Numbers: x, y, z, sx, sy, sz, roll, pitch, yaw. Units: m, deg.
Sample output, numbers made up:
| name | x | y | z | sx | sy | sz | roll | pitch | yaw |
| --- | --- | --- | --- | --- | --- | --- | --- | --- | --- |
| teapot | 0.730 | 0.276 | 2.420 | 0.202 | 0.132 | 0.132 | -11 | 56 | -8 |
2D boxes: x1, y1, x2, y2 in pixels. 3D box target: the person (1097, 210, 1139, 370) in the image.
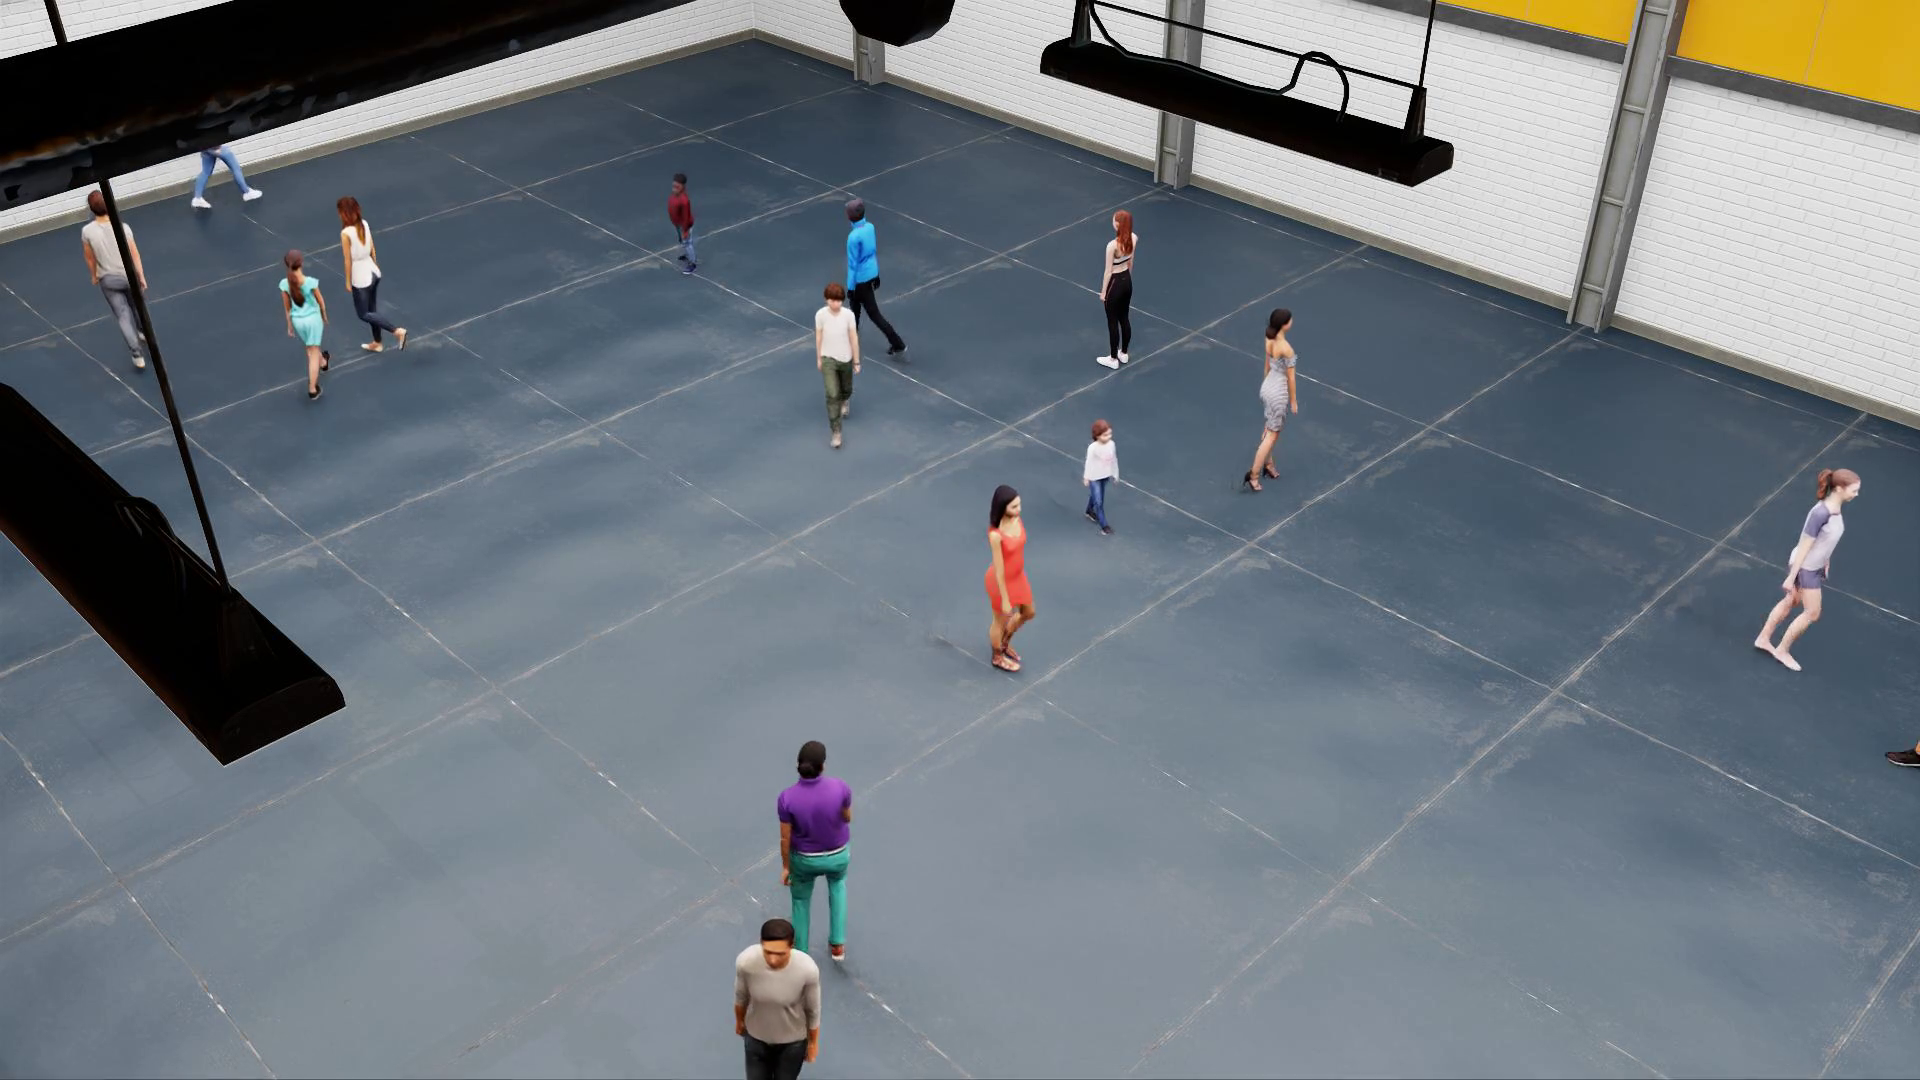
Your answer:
| name | x | y | z | sx | sy | sz | roll | pitch | yaw |
| --- | --- | --- | --- | --- | --- | --- | --- | --- | --- |
| person | 1.671 | -2.642 | 17.467 | 0.591 | 1.742 | 0.521 | -27 | 42 | -34 |

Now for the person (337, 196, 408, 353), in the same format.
| name | x | y | z | sx | sy | sz | roll | pitch | yaw |
| --- | --- | --- | --- | --- | --- | --- | --- | --- | --- |
| person | -6.235 | -2.762 | 17.621 | 0.993 | 1.771 | 0.855 | 9 | 35 | 13 |

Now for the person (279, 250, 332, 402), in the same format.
| name | x | y | z | sx | sy | sz | roll | pitch | yaw |
| --- | --- | --- | --- | --- | --- | --- | --- | --- | --- |
| person | -6.661 | -2.160 | 16.952 | 1.016 | 1.509 | 1.072 | -1 | 34 | -2 |

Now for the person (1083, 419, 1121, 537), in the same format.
| name | x | y | z | sx | sy | sz | roll | pitch | yaw |
| --- | --- | --- | --- | --- | --- | --- | --- | --- | --- |
| person | 1.224 | -0.619 | 15.016 | 0.534 | 1.086 | 0.767 | -20 | 39 | -28 |

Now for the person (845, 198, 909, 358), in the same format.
| name | x | y | z | sx | sy | sz | roll | pitch | yaw |
| --- | --- | --- | --- | --- | --- | --- | --- | --- | --- |
| person | -0.930 | -2.728 | 17.579 | 1.264 | 1.762 | 0.934 | 14 | 36 | 20 |

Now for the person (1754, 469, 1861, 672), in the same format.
| name | x | y | z | sx | sy | sz | roll | pitch | yaw |
| --- | --- | --- | --- | --- | --- | --- | --- | --- | --- |
| person | 6.648 | 0.174 | 13.225 | 0.646 | 1.748 | 0.617 | 28 | 43 | 35 |

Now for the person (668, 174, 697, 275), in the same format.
| name | x | y | z | sx | sy | sz | roll | pitch | yaw |
| --- | --- | --- | --- | --- | --- | --- | --- | --- | --- |
| person | -3.248 | -3.757 | 19.604 | 0.772 | 1.233 | 0.566 | -10 | 35 | -14 |

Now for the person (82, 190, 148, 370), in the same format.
| name | x | y | z | sx | sy | sz | roll | pitch | yaw |
| --- | --- | --- | --- | --- | --- | --- | --- | --- | --- |
| person | -8.820 | -2.687 | 17.442 | 0.883 | 1.845 | 1.240 | -17 | 37 | -24 |

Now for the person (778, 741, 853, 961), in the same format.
| name | x | y | z | sx | sy | sz | roll | pitch | yaw |
| --- | --- | --- | --- | --- | --- | --- | --- | --- | --- |
| person | -0.845 | 2.029 | 10.439 | 0.801 | 1.744 | 0.850 | -12 | 35 | -17 |

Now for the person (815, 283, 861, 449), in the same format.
| name | x | y | z | sx | sy | sz | roll | pitch | yaw |
| --- | --- | --- | --- | --- | --- | --- | --- | --- | --- |
| person | -1.200 | -1.792 | 16.294 | 1.032 | 1.625 | 1.119 | -2 | 34 | -3 |

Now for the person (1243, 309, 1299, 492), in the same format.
| name | x | y | z | sx | sy | sz | roll | pitch | yaw |
| --- | --- | --- | --- | --- | --- | --- | --- | --- | --- |
| person | 2.871 | -1.287 | 15.359 | 0.807 | 1.819 | 0.752 | -10 | 35 | -14 |

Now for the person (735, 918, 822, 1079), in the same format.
| name | x | y | z | sx | sy | sz | roll | pitch | yaw |
| --- | --- | --- | --- | --- | --- | --- | --- | --- | --- |
| person | -1.004 | 2.695 | 9.391 | 0.804 | 1.793 | 0.874 | 6 | 34 | 9 |

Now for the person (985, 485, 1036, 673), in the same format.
| name | x | y | z | sx | sy | sz | roll | pitch | yaw |
| --- | --- | --- | --- | --- | --- | --- | --- | --- | --- |
| person | 0.289 | 0.314 | 13.052 | 0.649 | 1.706 | 0.654 | 18 | 37 | 24 |
